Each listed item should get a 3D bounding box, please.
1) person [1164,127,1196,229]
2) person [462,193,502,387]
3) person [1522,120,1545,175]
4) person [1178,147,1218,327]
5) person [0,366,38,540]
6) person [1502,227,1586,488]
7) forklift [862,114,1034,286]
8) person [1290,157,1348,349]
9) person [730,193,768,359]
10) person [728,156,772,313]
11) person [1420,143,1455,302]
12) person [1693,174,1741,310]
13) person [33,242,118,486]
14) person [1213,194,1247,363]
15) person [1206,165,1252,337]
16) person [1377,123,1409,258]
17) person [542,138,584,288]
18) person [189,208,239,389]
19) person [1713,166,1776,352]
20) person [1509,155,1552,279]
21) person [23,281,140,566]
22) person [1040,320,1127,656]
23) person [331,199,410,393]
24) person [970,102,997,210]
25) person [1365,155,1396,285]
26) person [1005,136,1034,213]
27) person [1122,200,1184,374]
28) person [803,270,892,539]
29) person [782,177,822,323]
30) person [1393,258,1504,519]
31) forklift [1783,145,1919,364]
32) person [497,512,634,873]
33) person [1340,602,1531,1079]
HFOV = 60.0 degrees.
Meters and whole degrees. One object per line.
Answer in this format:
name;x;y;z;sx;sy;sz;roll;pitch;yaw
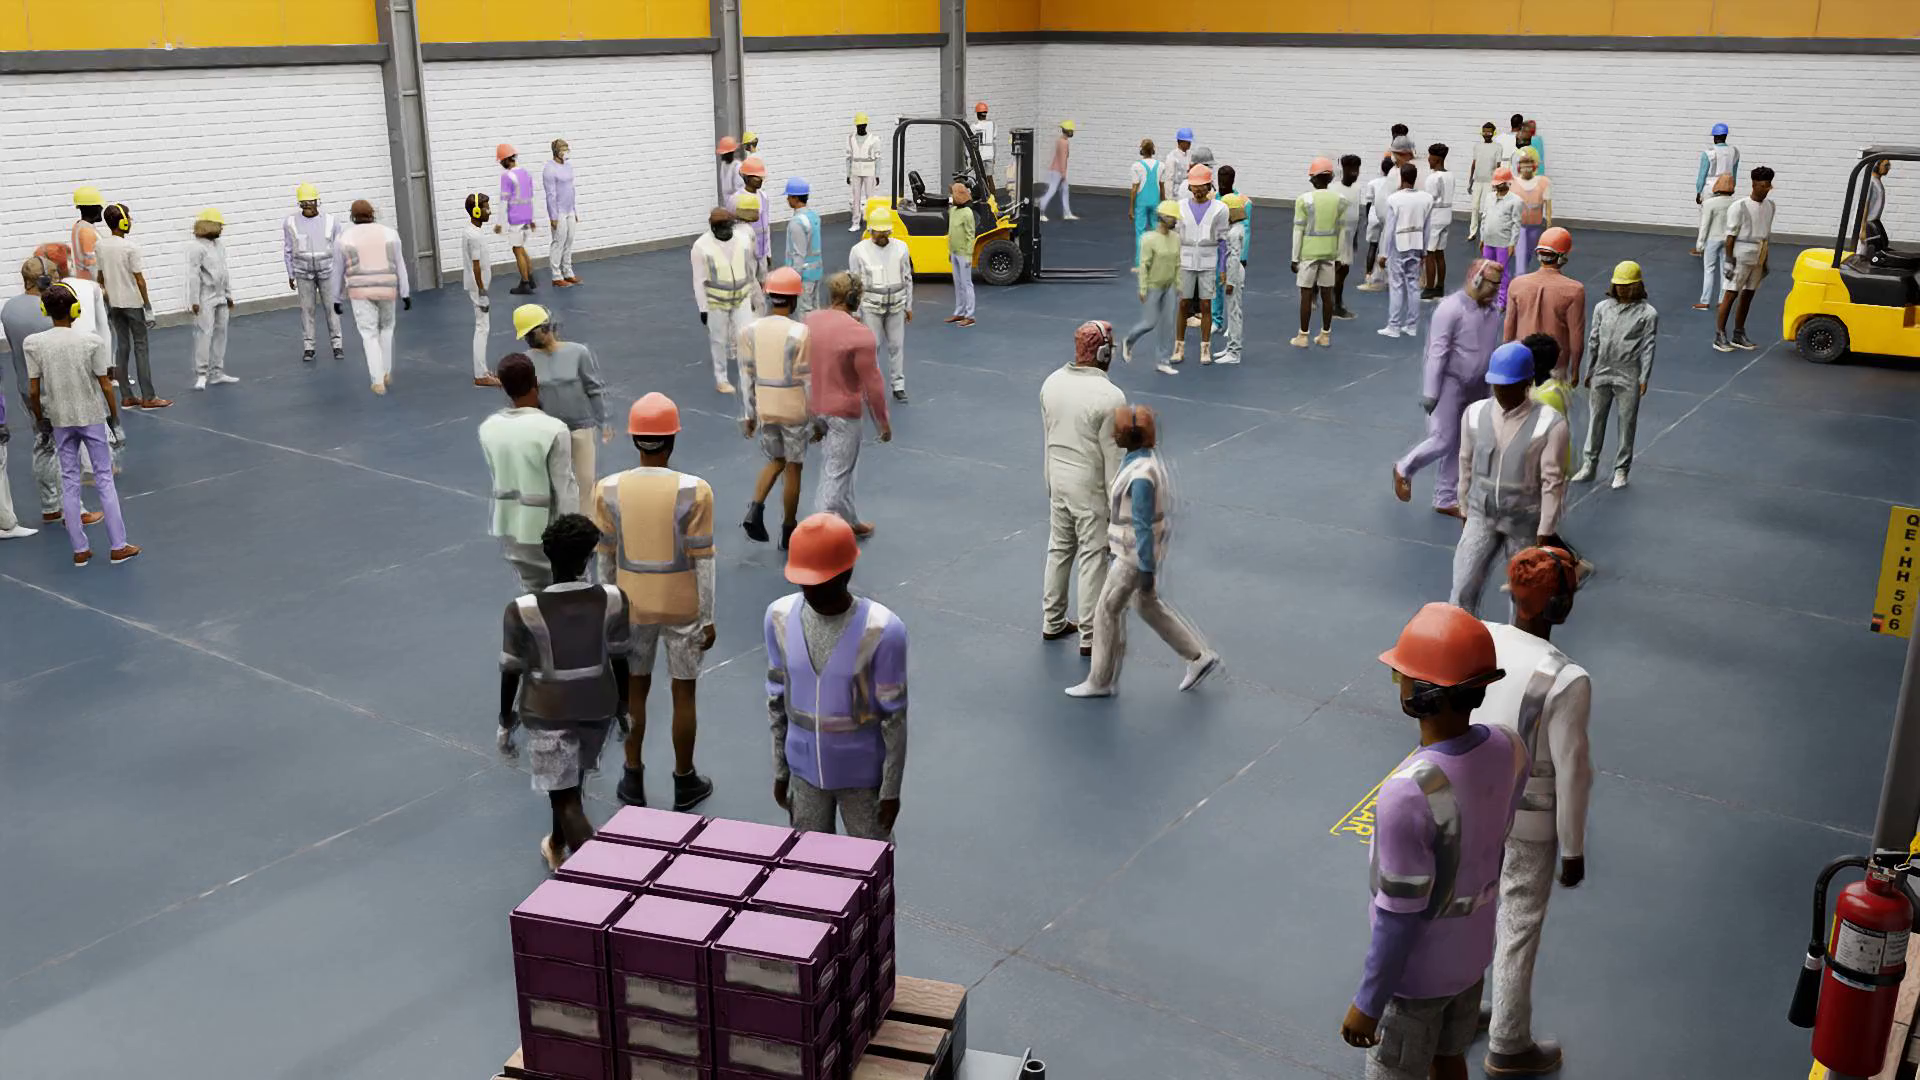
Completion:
person;3.151;-4.916;23.810;0.418;1.939;0.615;16;24;41
person;-4.640;-2.420;16.124;0.321;1.861;0.514;-5;18;-15
person;9.339;-5.958;27.270;0.428;1.820;0.630;12;21;33
person;2.798;-3.510;19.234;0.537;2.000;0.683;8;20;25
person;-6.716;-0.809;11.434;0.520;1.640;0.307;11;21;32
person;4.403;-1.358;12.578;0.612;1.995;0.377;14;23;38
forklift;-0.171;-4.594;22.377;2.313;2.155;1.214;1;18;3
person;3.835;-3.082;17.915;0.604;2.035;0.403;-4;18;-13
person;-2.225;-2.725;17.291;0.429;1.724;0.514;-9;20;-27
person;-2.225;-3.115;18.011;0.396;2.034;0.606;10;20;29
person;5.948;-3.971;20.821;0.372;1.958;0.598;14;22;37
person;9.216;-3.615;20.222;0.500;1.633;0.286;-1;18;-4
person;-6.819;-1.337;12.712;0.506;1.866;0.592;7;19;20
person;2.786;-2.695;17.184;0.322;1.735;0.486;3;18;10
person;2.968;-3.216;18.552;0.585;1.902;0.406;15;23;39
person;6.284;-5.062;24.217;0.371;1.961;0.602;5;18;15
person;-5.240;-4.296;21.886;0.372;1.932;0.623;4;18;14
person;-7.268;-2.331;16.096;0.322;1.710;0.642;3;18;10
person;8.414;-3.000;17.764;0.614;1.962;0.366;-7;19;-21
person;7.222;-4.036;21.294;0.580;1.792;0.976;2;18;6
person;-5.762;-0.751;10.883;0.533;1.869;0.311;-4;18;-11
person;0.728;-0.297;9.427;0.395;1.899;0.641;-13;22;-36
person;-5.669;-2.348;15.967;0.666;1.811;0.746;-10;20;-29
person;0.406;-6.970;30.251;0.542;1.928;0.399;-11;21;-31
person;5.621;-4.229;22.050;0.539;1.696;0.319;12;21;33
person;0.880;-5.159;24.730;0.404;1.830;0.603;-5;18;-15
person;1.979;-2.551;16.735;0.543;1.740;0.608;-13;22;-36
person;-0.719;-0.847;11.106;0.658;1.911;0.785;17;24;42
person;-1.580;-2.668;16.751;0.404;1.945;0.614;4;18;12
person;3.545;-1.104;11.995;0.687;1.875;0.596;-13;22;-35
forklift;9.803;-2.879;17.013;2.313;2.155;1.214;12;21;33
person;-1.557;0.707;6.680;0.554;1.648;0.888;-12;21;-33
person;1.283;1.151;4.653;0.605;2.045;0.377;-17;24;-42
